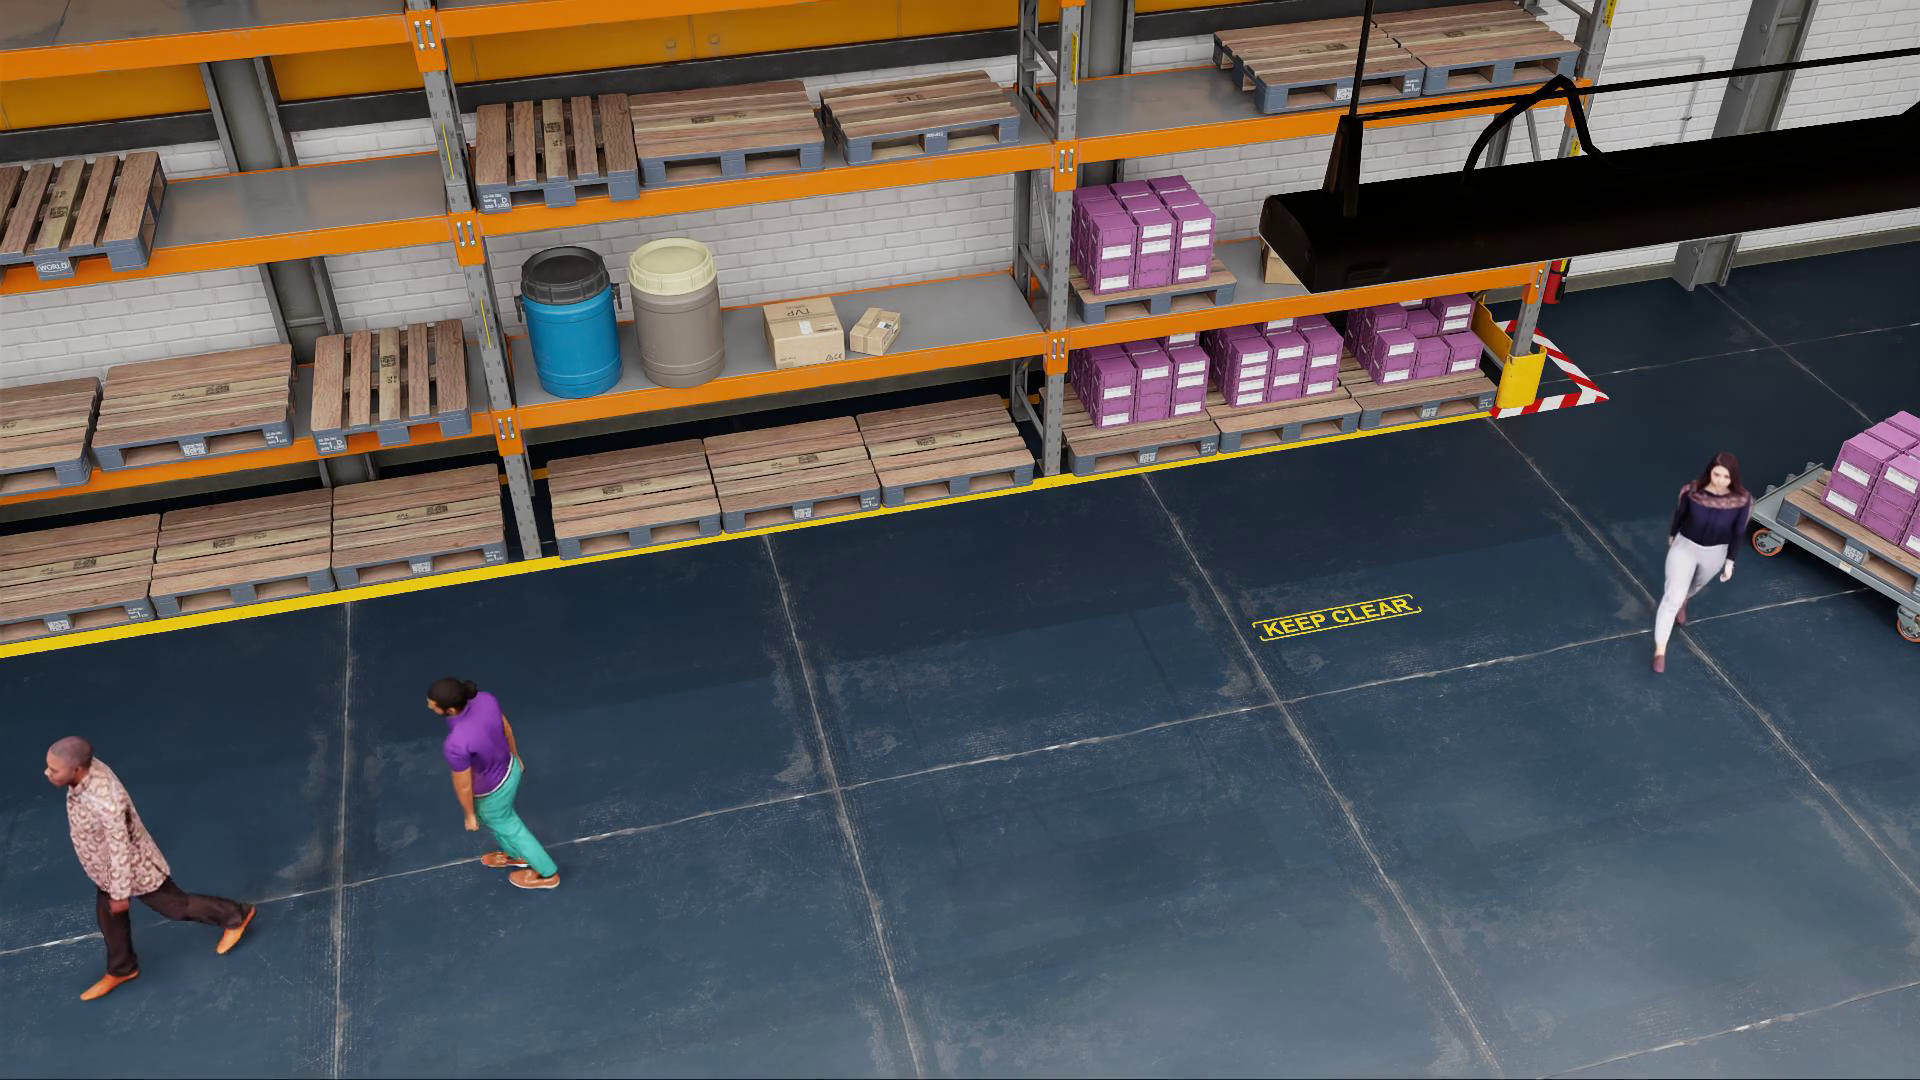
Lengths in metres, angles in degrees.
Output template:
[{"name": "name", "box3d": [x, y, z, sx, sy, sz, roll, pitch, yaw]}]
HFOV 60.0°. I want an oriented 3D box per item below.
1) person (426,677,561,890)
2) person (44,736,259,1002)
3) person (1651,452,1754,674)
[{"name": "person", "box3d": [-2.541, 1.371, 9.297, 0.808, 1.738, 0.750, 6, 39, 8]}, {"name": "person", "box3d": [-4.346, 1.684, 8.866, 1.090, 1.787, 1.286, 30, 47, 32]}, {"name": "person", "box3d": [4.927, 0.064, 11.071, 1.106, 1.566, 1.051, 13, 40, 16]}]
